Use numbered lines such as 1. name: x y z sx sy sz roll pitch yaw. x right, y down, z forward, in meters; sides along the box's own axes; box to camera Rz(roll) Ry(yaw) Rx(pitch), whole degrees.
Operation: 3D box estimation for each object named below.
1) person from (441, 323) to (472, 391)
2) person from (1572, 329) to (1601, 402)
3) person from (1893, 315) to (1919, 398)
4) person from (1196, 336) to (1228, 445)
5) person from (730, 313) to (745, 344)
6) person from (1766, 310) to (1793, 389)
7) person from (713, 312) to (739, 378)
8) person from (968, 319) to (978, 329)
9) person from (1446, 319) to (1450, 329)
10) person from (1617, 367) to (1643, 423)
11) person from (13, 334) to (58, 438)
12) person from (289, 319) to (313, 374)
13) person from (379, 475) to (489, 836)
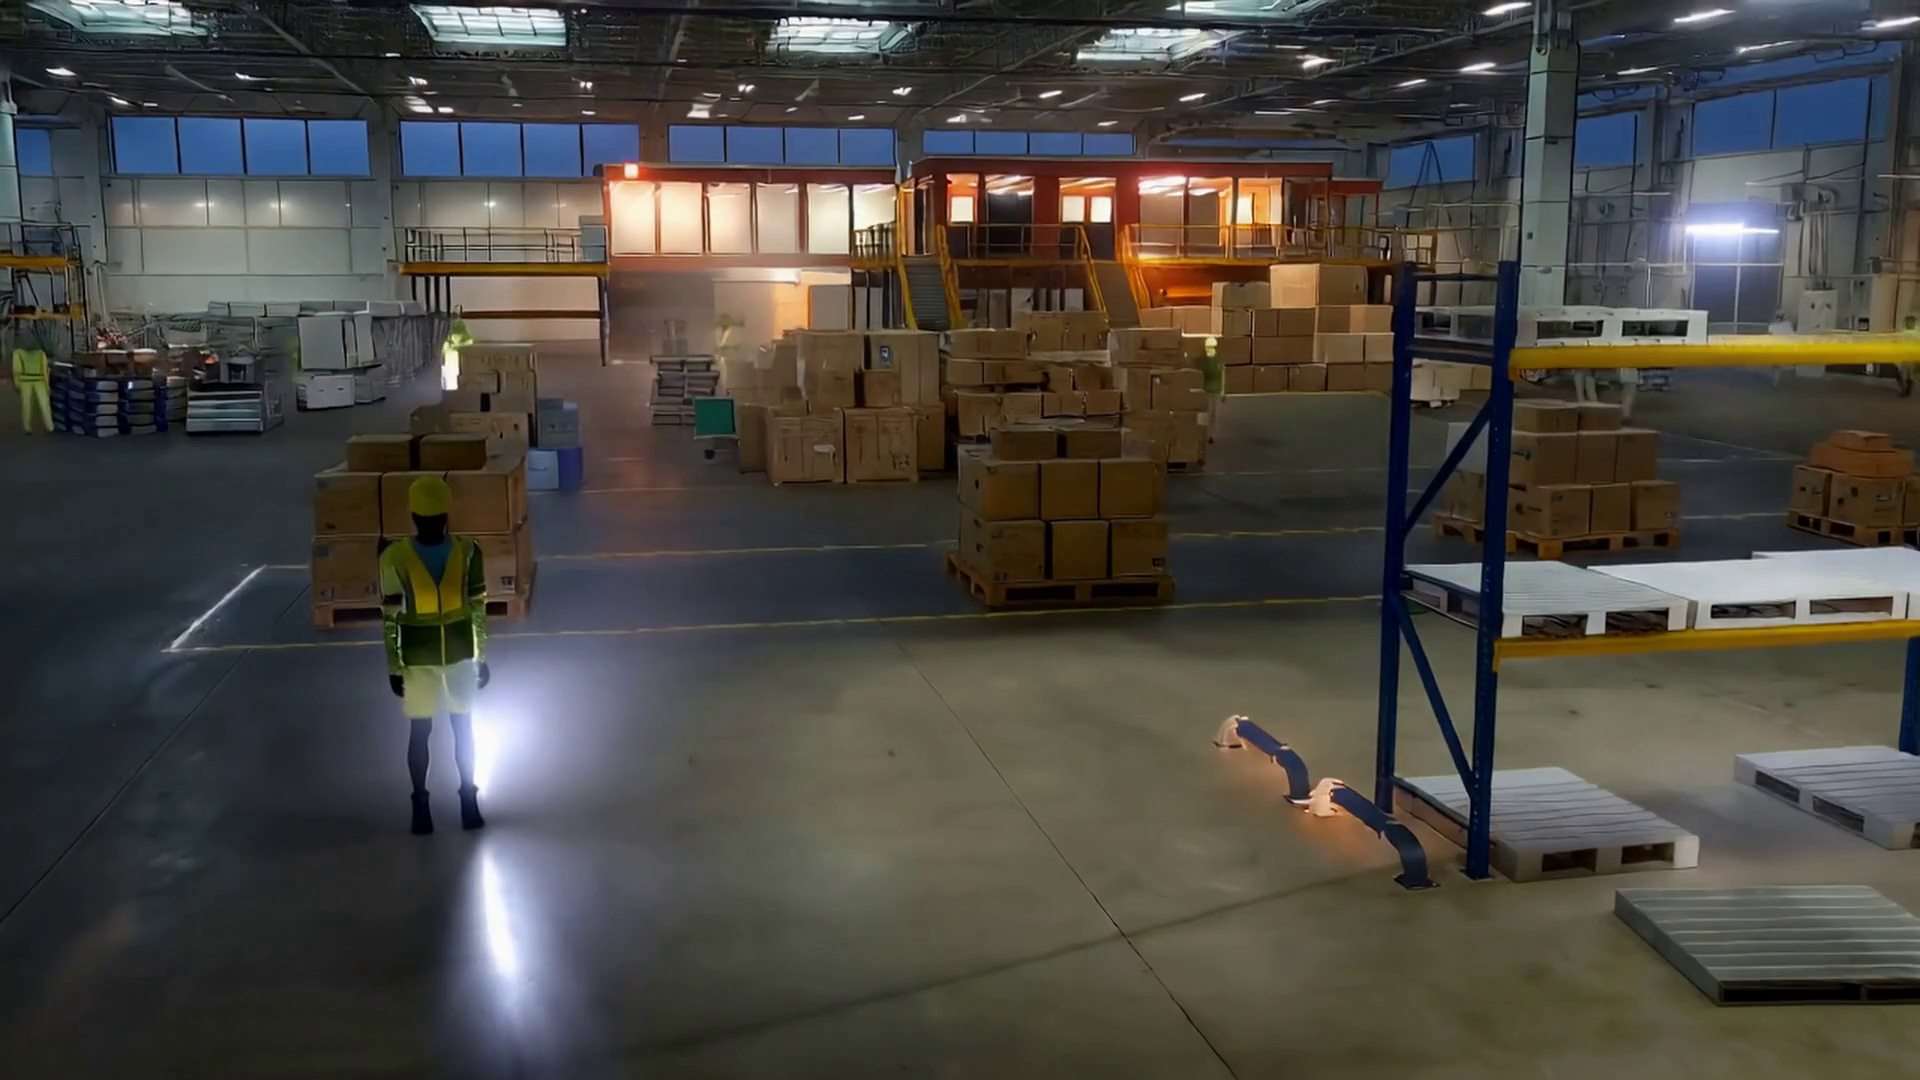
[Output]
1. person: -9.102 -2.984 30.363 0.687 2.000 0.831 0 9 0
2. person: 12.166 -3.192 32.352 0.436 1.818 0.634 -6 11 -34
3. person: 21.795 -4.220 38.281 0.546 1.923 0.393 1 9 7
4. person: 4.228 -2.506 28.044 0.541 1.849 0.551 -1 9 -4
5. person: -5.387 -4.595 40.657 0.941 1.881 0.611 8 12 40
6. person: 20.297 -4.725 41.269 0.637 1.951 1.009 9 13 43
7. person: -5.173 -4.014 36.708 0.611 2.028 0.451 5 11 28
8. person: 0.220 -3.760 35.478 0.767 1.916 0.638 8 12 41
9. person: 13.565 -5.461 45.747 0.394 1.945 0.614 -4 10 -25
10. person: 12.948 -3.097 32.129 0.538 1.682 0.432 -7 12 -36
11. person: -16.265 -2.690 29.200 0.986 1.831 0.598 8 13 42
12. person: -16.152 -4.540 40.817 0.578 1.717 0.786 -6 11 -33
13. person: -2.763 0.612 8.807 0.539 1.929 0.392 -5 10 -27
